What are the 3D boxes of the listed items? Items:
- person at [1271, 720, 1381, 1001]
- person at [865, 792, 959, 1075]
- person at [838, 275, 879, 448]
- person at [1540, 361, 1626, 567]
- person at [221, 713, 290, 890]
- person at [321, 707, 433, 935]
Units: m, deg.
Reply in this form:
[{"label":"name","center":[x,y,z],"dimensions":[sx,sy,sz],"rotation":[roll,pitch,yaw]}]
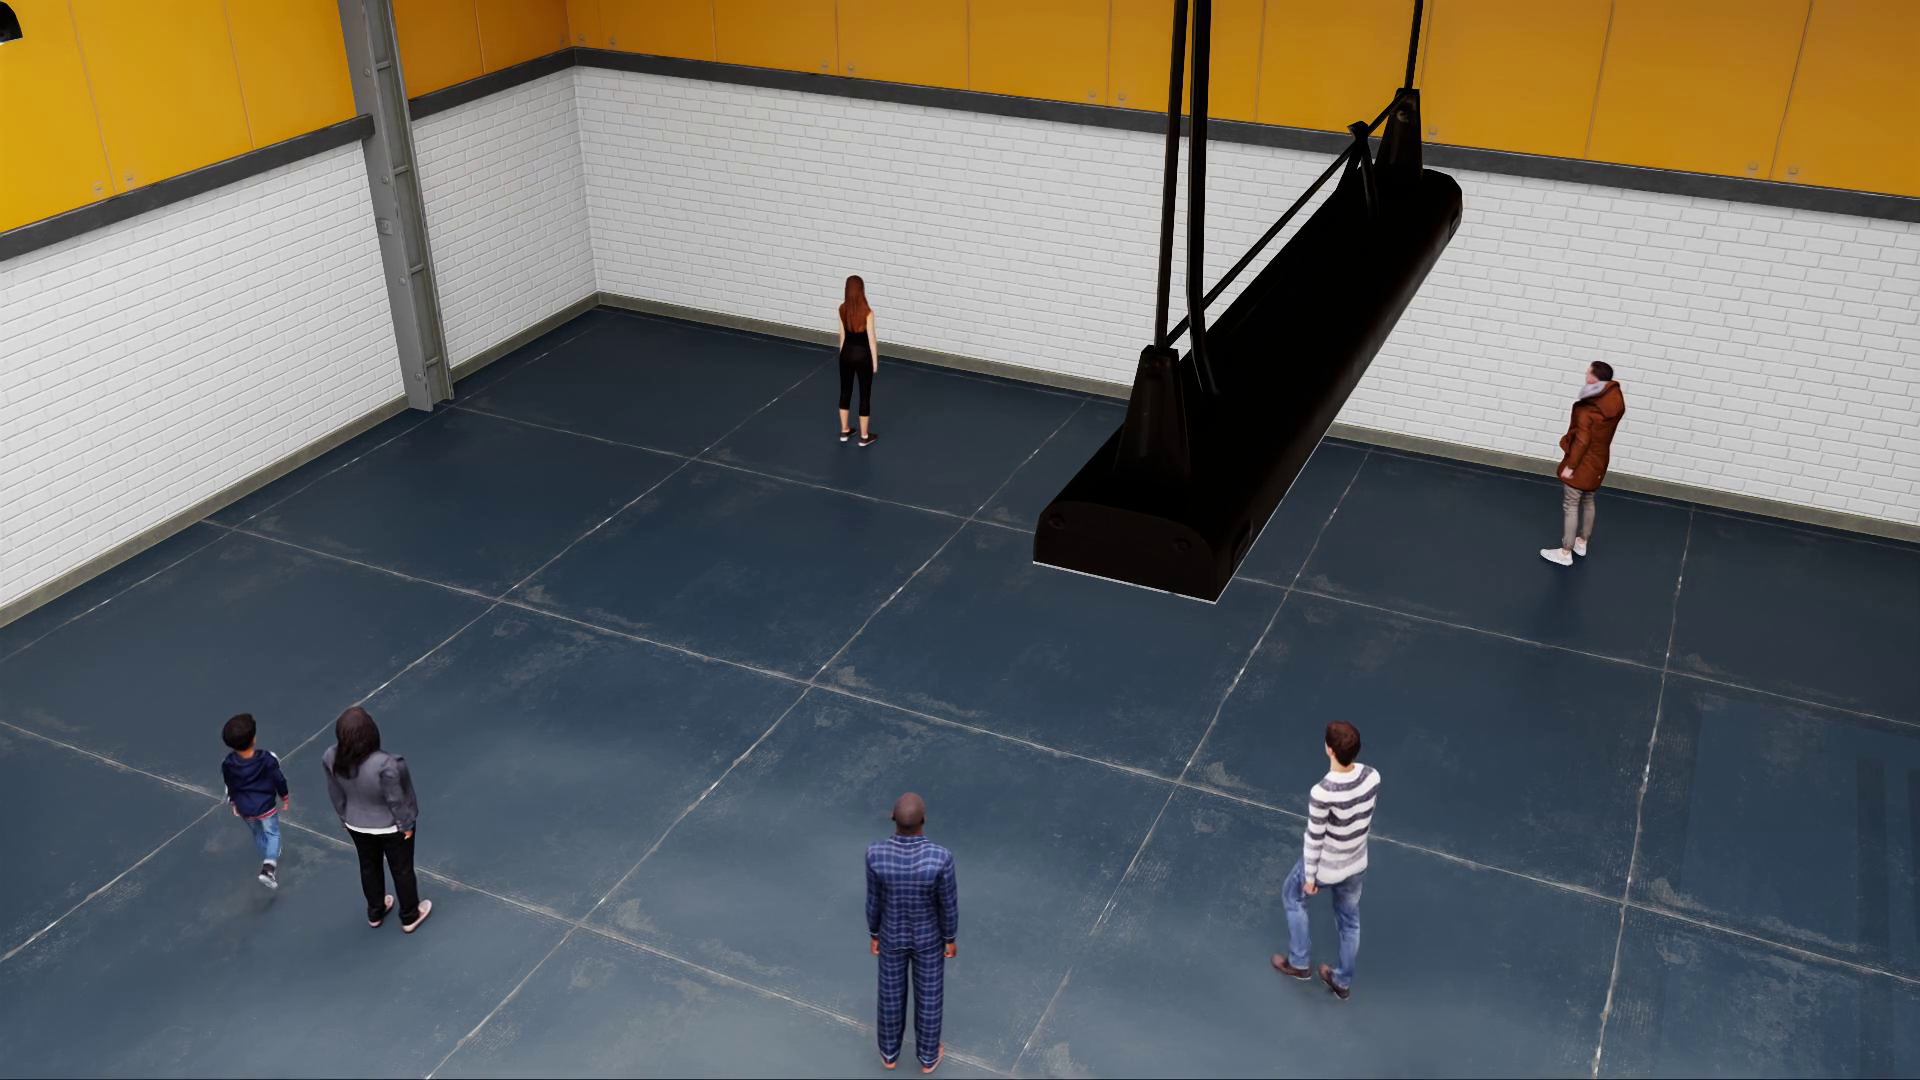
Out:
[{"label":"person","center":[2.210,1.894,9.514],"dimensions":[0.825,1.831,0.888],"rotation":[-11,30,-19]},{"label":"person","center":[-0.275,2.142,9.072],"dimensions":[0.731,1.820,0.700],"rotation":[4,29,7]},{"label":"person","center":[-1.030,-1.769,16.342],"dimensions":[0.545,1.724,0.504],"rotation":[12,31,22]},{"label":"person","center":[5.347,-0.662,14.190],"dimensions":[0.801,1.841,0.894],"rotation":[-21,35,-33]},{"label":"person","center":[-4.485,1.678,10.560],"dimensions":[0.735,1.211,0.840],"rotation":[-4,29,-7]},{"label":"person","center":[-3.543,1.699,10.122],"dimensions":[0.705,1.593,0.697],"rotation":[7,29,13]}]
